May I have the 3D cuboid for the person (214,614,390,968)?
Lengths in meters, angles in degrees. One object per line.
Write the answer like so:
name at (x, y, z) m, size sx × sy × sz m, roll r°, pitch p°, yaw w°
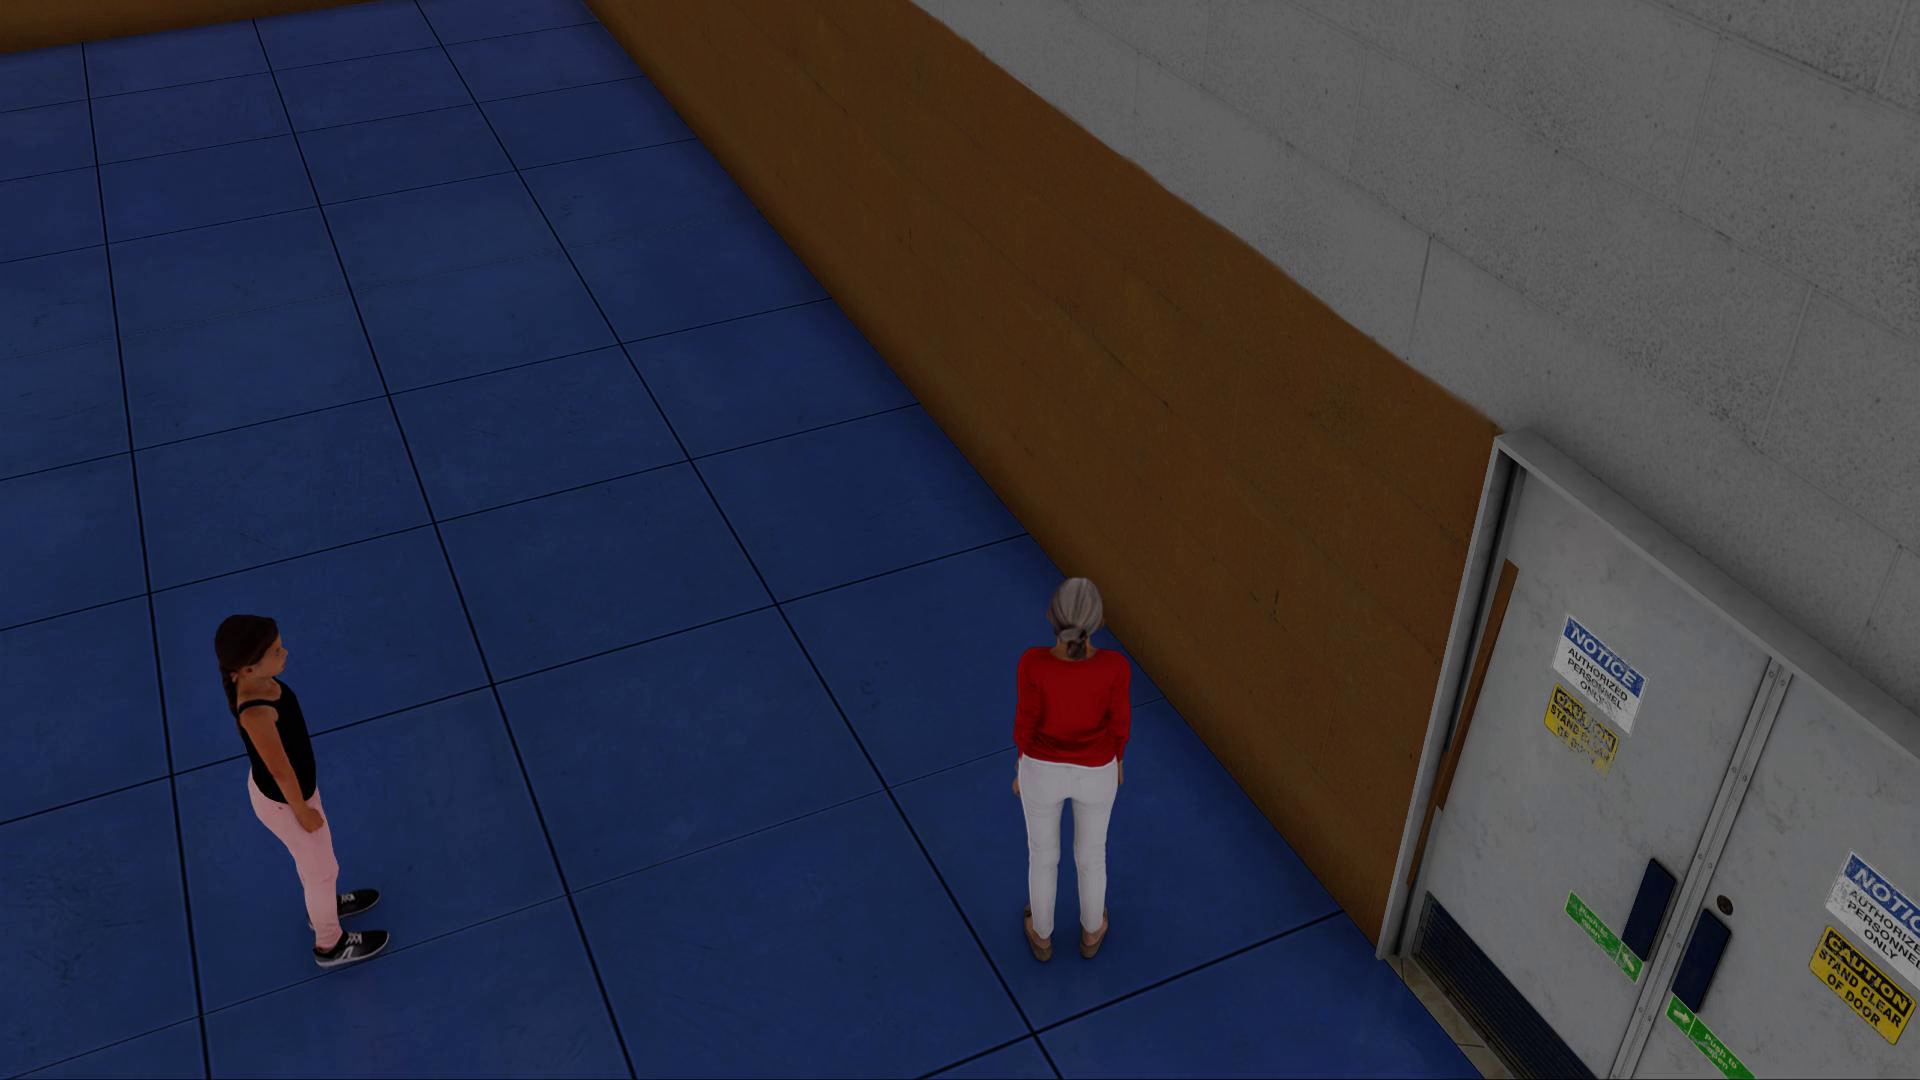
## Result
person at (-2.325, 0.872, 5.758) m, size 0.522 × 1.562 × 0.526 m, roll -18°, pitch 40°, yaw -22°

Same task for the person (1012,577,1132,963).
person at (0.373, 0.811, 5.731) m, size 0.588 × 1.693 × 0.692 m, roll 0°, pitch 37°, yaw 0°
